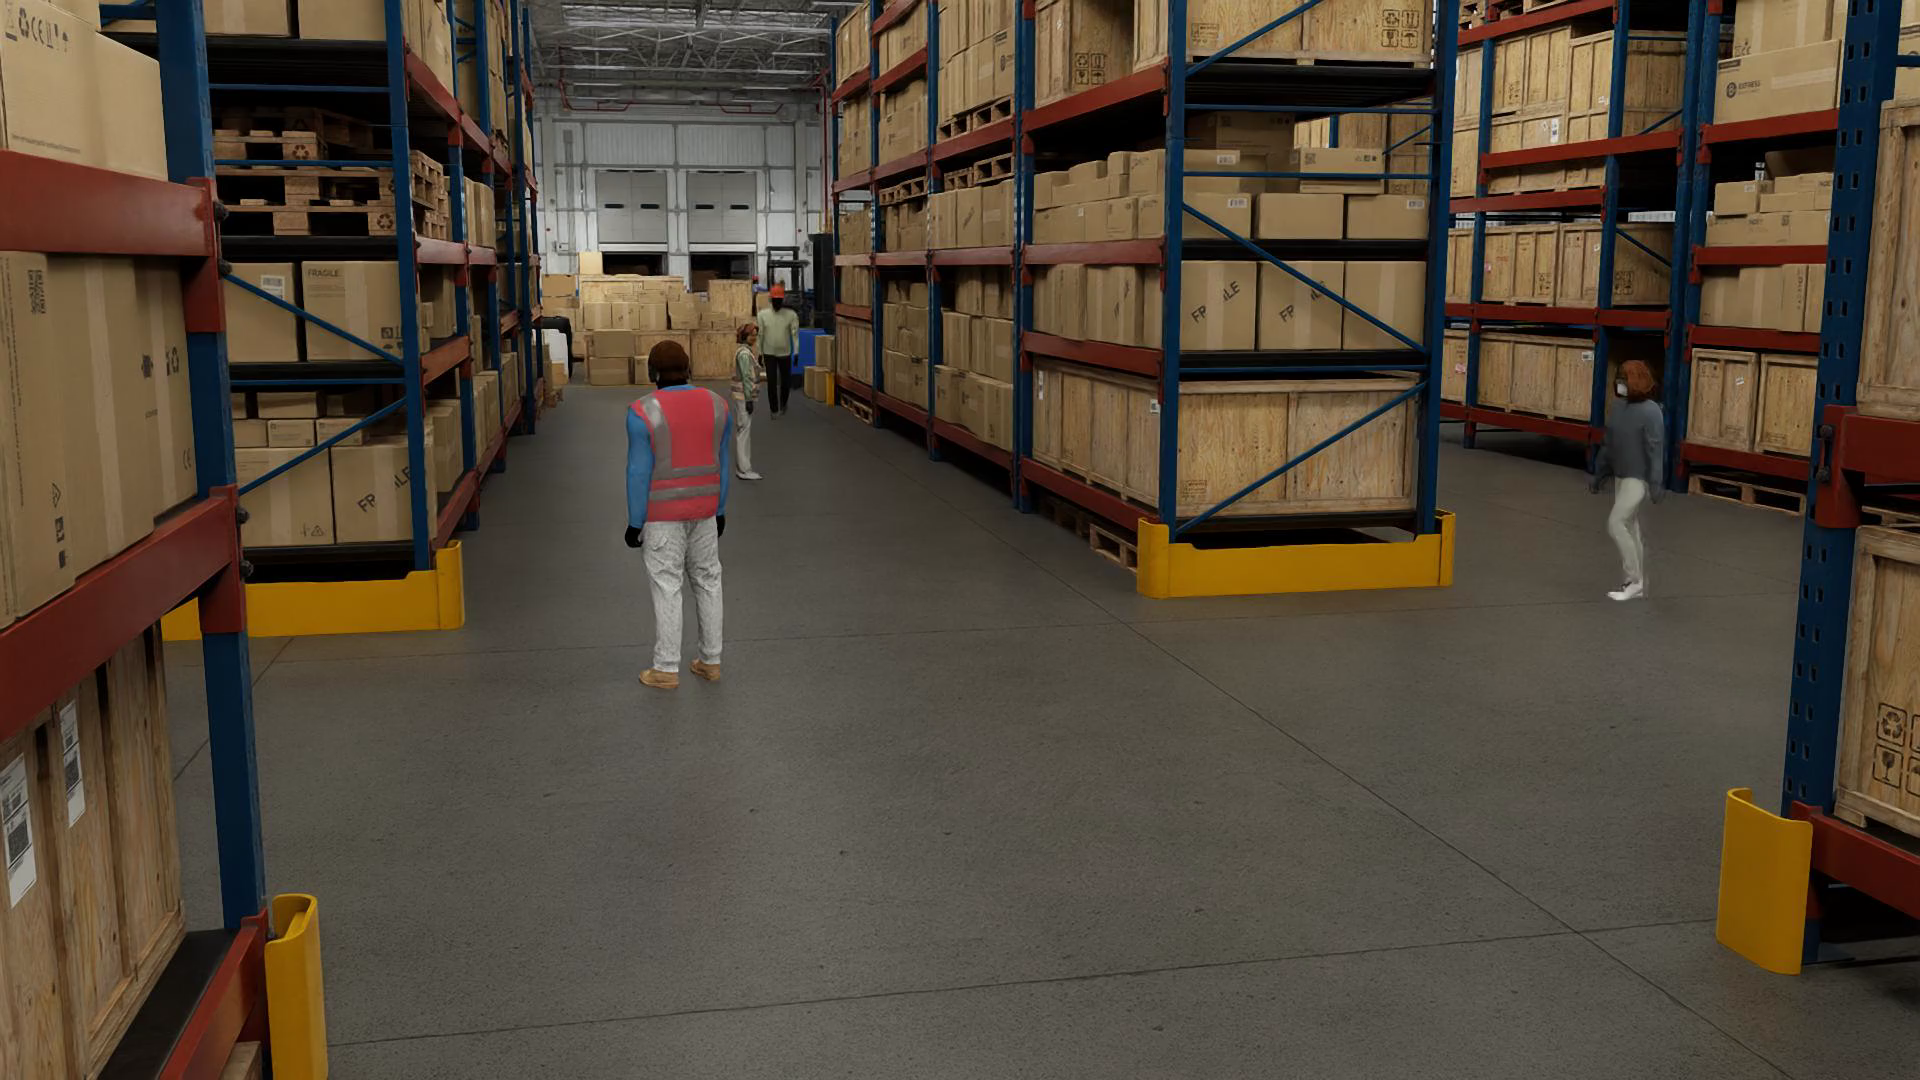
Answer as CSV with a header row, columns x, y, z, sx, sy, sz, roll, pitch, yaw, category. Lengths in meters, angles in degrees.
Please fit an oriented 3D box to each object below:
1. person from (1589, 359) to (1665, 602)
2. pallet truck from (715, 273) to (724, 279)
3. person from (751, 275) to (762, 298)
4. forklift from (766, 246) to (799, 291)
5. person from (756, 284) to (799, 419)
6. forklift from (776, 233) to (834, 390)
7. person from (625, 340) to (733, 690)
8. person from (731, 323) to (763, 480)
x,y,z,sx,sy,sz,roll,pitch,yaw,category
4.415,-0.383,11.014,0.456,1.618,0.500,-1,9,-7,person
-8.580,-8.986,62.280,1.885,1.965,0.823,1,9,5,pallet truck
-7.671,-9.105,63.262,0.568,1.914,0.577,3,10,19,person
-5.169,-7.188,48.636,1.129,2.768,1.873,-3,10,-19,forklift
-2.688,-2.771,24.487,0.628,1.977,0.675,-1,9,-8,person
-2.451,-4.166,30.214,1.873,2.768,1.129,-3,10,-18,forklift
-1.503,-0.131,8.805,0.619,1.838,0.430,-8,12,-41,person
-2.242,-1.450,17.442,0.314,1.637,0.514,-2,9,-9,person
